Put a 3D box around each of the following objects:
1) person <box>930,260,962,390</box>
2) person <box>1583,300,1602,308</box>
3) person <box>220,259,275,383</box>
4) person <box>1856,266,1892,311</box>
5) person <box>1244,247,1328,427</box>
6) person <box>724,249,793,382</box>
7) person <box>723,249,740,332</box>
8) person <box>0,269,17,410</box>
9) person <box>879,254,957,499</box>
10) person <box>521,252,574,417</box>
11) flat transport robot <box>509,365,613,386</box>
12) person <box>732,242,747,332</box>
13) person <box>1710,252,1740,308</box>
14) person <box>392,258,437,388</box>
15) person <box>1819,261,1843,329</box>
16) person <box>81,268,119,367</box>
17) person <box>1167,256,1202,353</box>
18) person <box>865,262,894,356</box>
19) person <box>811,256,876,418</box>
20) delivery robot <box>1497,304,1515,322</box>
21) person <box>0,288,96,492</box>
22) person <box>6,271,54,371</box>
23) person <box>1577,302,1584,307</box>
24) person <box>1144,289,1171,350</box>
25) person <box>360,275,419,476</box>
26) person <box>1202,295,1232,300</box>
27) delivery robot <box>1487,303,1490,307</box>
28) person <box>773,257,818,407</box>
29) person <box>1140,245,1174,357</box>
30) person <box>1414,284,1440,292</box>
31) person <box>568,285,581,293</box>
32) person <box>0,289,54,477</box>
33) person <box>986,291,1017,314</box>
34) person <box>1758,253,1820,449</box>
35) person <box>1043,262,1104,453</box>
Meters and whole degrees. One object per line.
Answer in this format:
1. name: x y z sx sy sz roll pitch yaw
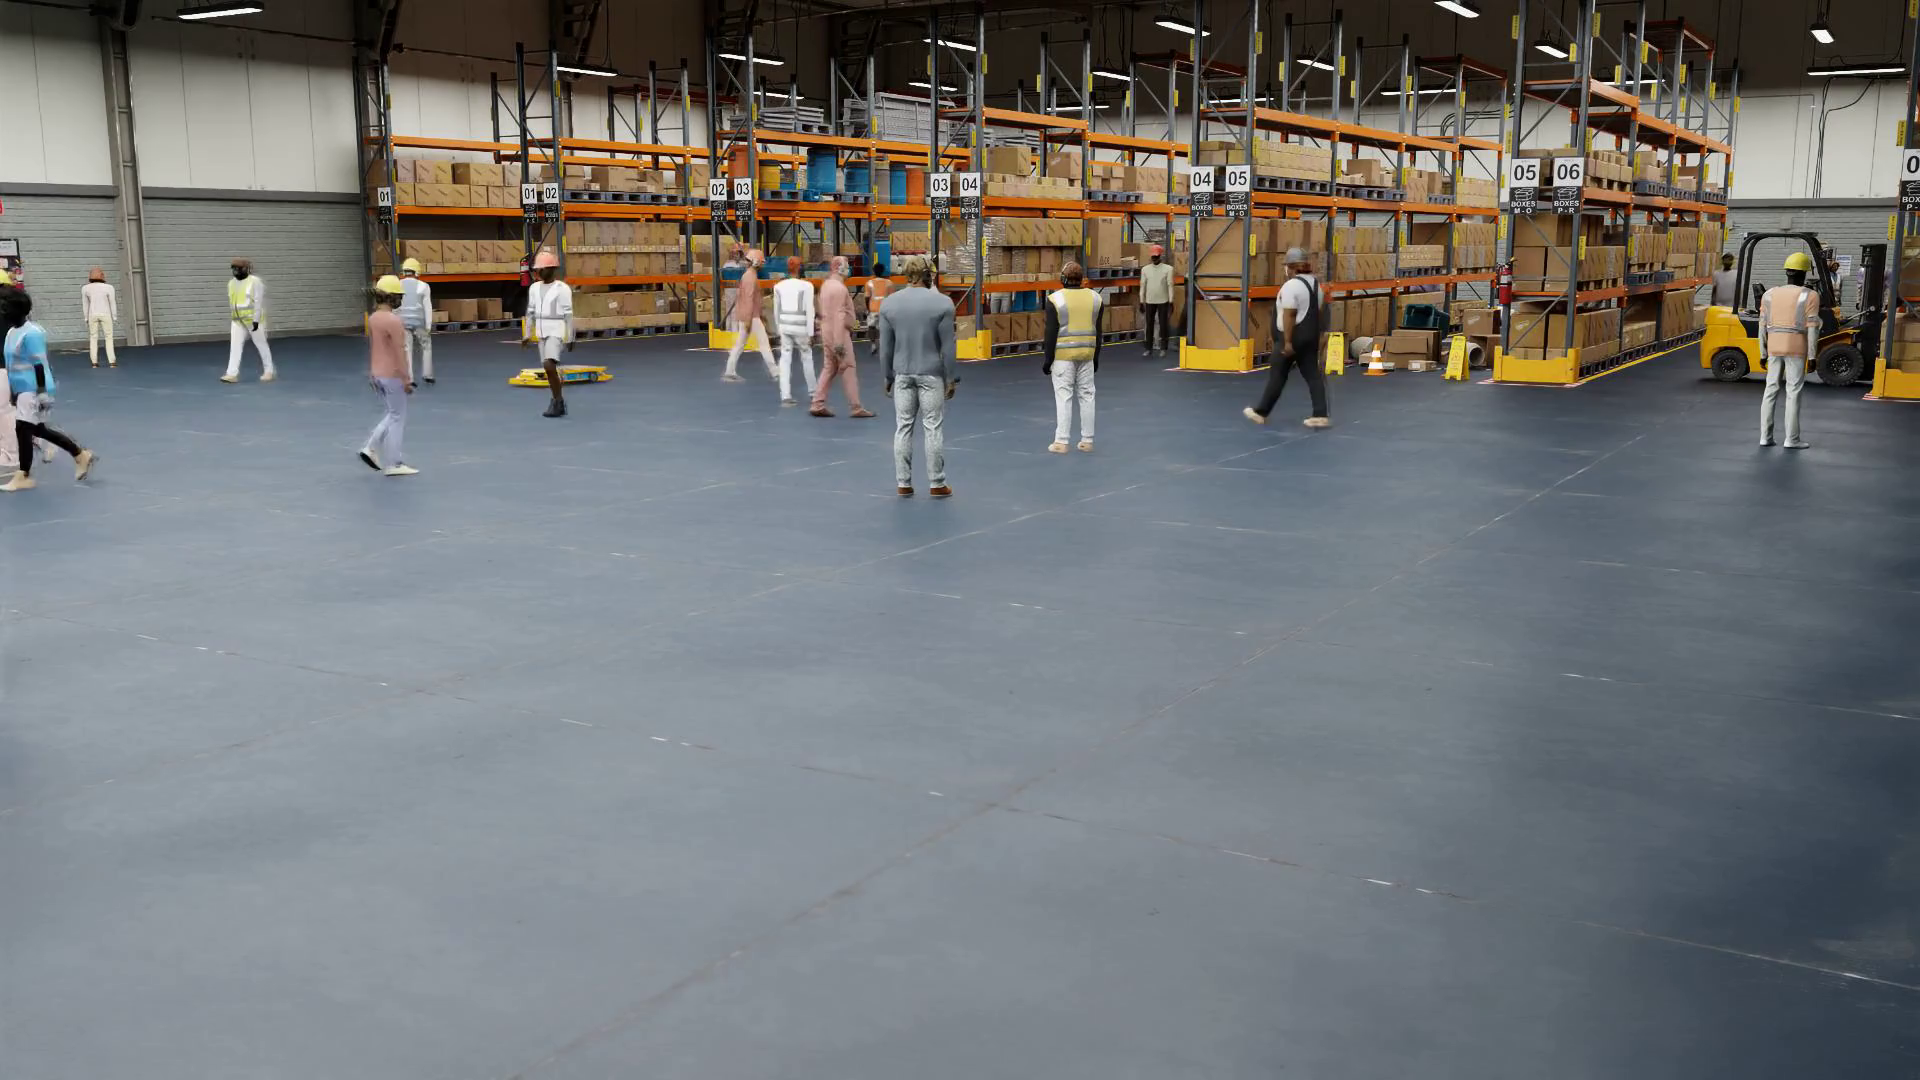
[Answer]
1. person: -0.403 -2.930 22.794 0.902 1.785 0.625 -8 13 -38
2. person: 15.568 -6.245 40.736 0.635 2.013 0.794 -7 12 -34
3. person: -10.430 -3.197 24.307 0.632 1.799 0.957 3 11 16
4. person: 17.318 -4.553 31.538 0.588 1.918 0.397 6 12 31
5. person: 3.696 -2.277 18.443 0.702 2.000 1.032 -10 14 -43
6. person: -3.009 -3.265 24.295 0.999 1.938 0.604 -3 11 -18
7. person: -4.643 -5.042 34.315 0.403 1.904 0.650 -6 12 -31
8. person: -10.601 -2.107 18.336 0.527 1.744 0.746 1 10 7
9. person: -0.329 -1.285 13.182 0.629 1.937 0.379 3 11 17
10. person: -4.837 -2.380 19.372 0.554 1.914 0.665 6 12 30
11. flat transport robot: -5.749 -2.384 23.997 0.652 0.197 1.431 6 12 31
12. person: -4.828 -5.497 36.471 0.605 2.045 0.377 9 13 40
13. person: 14.104 -4.369 30.665 0.503 1.861 0.512 5 11 28
14. person: -7.674 -3.046 23.420 0.597 1.807 0.739 0 10 -1
15. person: 18.407 -5.065 35.185 0.517 1.641 0.308 -2 10 -10
16. person: -14.069 -3.630 27.206 0.498 1.627 0.305 -2 10 -11
17. person: 4.214 -4.337 30.656 0.847 1.800 0.510 -9 13 -40
18. person: -1.438 -4.104 29.685 0.539 1.684 0.380 -2 10 -10
19. person: -1.400 -2.347 19.303 0.659 1.897 0.684 -4 11 -20
20. delivery robot: 13.061 -5.492 40.348 0.707 0.478 0.477 -1 10 -6
21. person: -7.613 -1.254 13.764 0.532 1.666 0.781 9 14 42
22. person: -14.195 -3.236 25.040 0.530 1.587 0.831 10 14 43
23. person: 13.569 -5.467 36.641 0.560 1.920 0.400 6 12 29
24. person: 3.759 -4.422 31.629 0.520 1.626 0.382 8 13 39
25. person: -4.952 -1.420 14.472 0.389 1.755 0.525 -9 14 -42
26. person: 4.716 -4.305 30.217 0.620 1.885 0.883 6 12 29
27. delivery robot: 13.037 -5.603 40.974 0.477 0.478 0.707 0 10 -2
28. person: -2.011 -2.607 20.825 0.612 1.843 0.923 4 11 22
29. person: 3.526 -4.279 29.788 0.619 1.995 0.385 4 11 20
30. person: 11.509 -6.240 41.073 0.652 1.884 0.798 9 13 41
31. person: -9.120 -5.970 39.405 0.618 1.941 0.748 7 13 36
32. person: -8.346 -1.550 14.609 0.630 1.964 0.768 4 11 22
33. person: 0.822 -4.815 32.979 0.626 1.934 0.363 0 10 3
34. person: 8.198 -1.865 16.451 0.366 1.926 0.592 -7 12 -35
35. person: 1.081 -1.763 16.123 0.619 1.845 0.430 -4 11 -23
